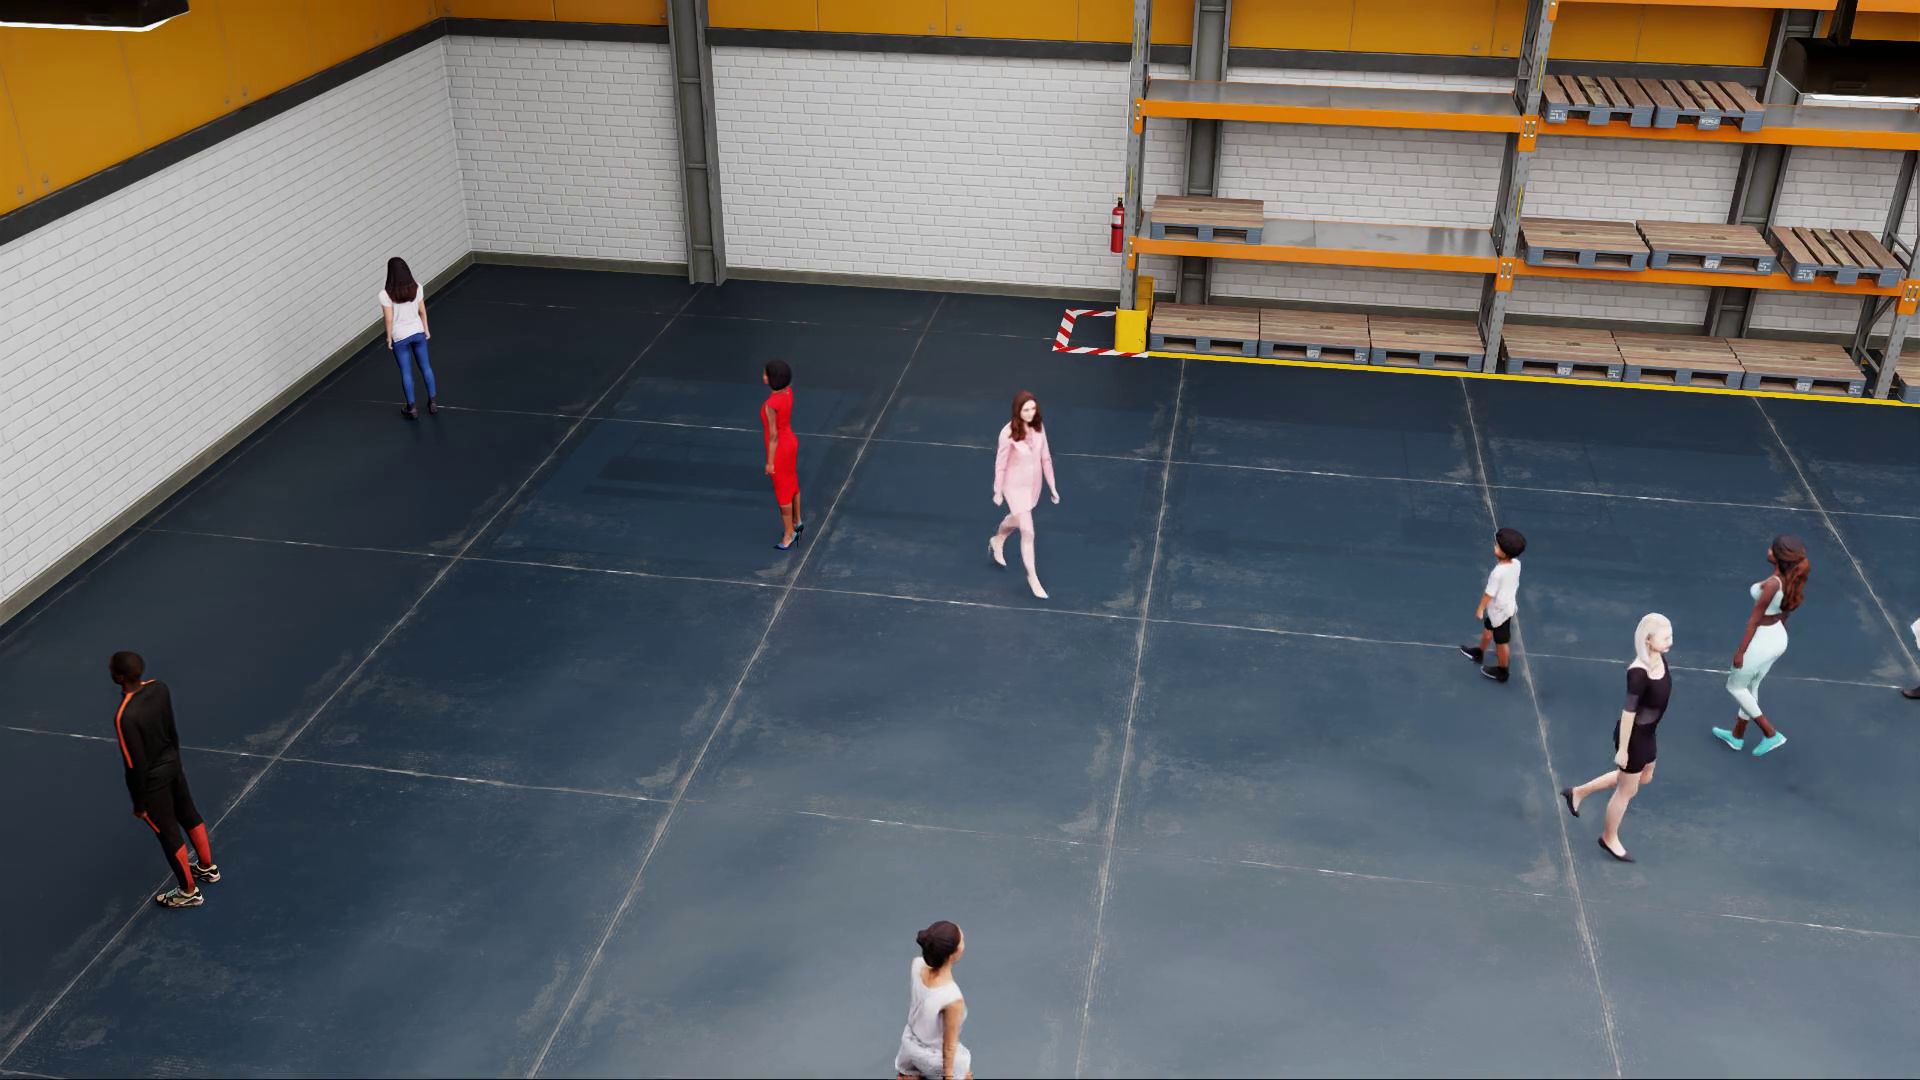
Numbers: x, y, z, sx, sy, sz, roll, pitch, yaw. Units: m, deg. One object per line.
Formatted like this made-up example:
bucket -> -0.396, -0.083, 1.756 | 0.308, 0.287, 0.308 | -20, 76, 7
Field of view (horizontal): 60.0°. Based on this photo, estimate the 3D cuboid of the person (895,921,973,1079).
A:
person -> -0.204, 2.626, 8.359 | 1.086, 1.574, 1.086 | -23, 36, -35

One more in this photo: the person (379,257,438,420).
person -> -5.565, -2.035, 16.788 | 0.678, 1.685, 0.722 | -21, 35, -34

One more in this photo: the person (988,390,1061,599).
person -> 0.461, -0.447, 13.802 | 1.068, 1.757, 1.166 | -21, 35, -33

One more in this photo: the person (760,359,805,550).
person -> -1.536, -0.741, 14.354 | 0.534, 1.743, 0.588 | 7, 29, 13

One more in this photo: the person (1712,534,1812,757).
person -> 5.653, 0.783, 11.590 | 0.843, 1.715, 0.896 | -17, 33, -28

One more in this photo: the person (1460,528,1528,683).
person -> 4.151, 0.512, 12.583 | 0.713, 1.241, 0.801 | -24, 37, -37

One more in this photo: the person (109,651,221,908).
person -> -4.942, 1.458, 10.256 | 0.520, 1.808, 0.630 | 4, 29, 7

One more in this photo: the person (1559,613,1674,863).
person -> 4.225, 1.241, 10.643 | 0.895, 1.817, 0.772 | 19, 34, 31
